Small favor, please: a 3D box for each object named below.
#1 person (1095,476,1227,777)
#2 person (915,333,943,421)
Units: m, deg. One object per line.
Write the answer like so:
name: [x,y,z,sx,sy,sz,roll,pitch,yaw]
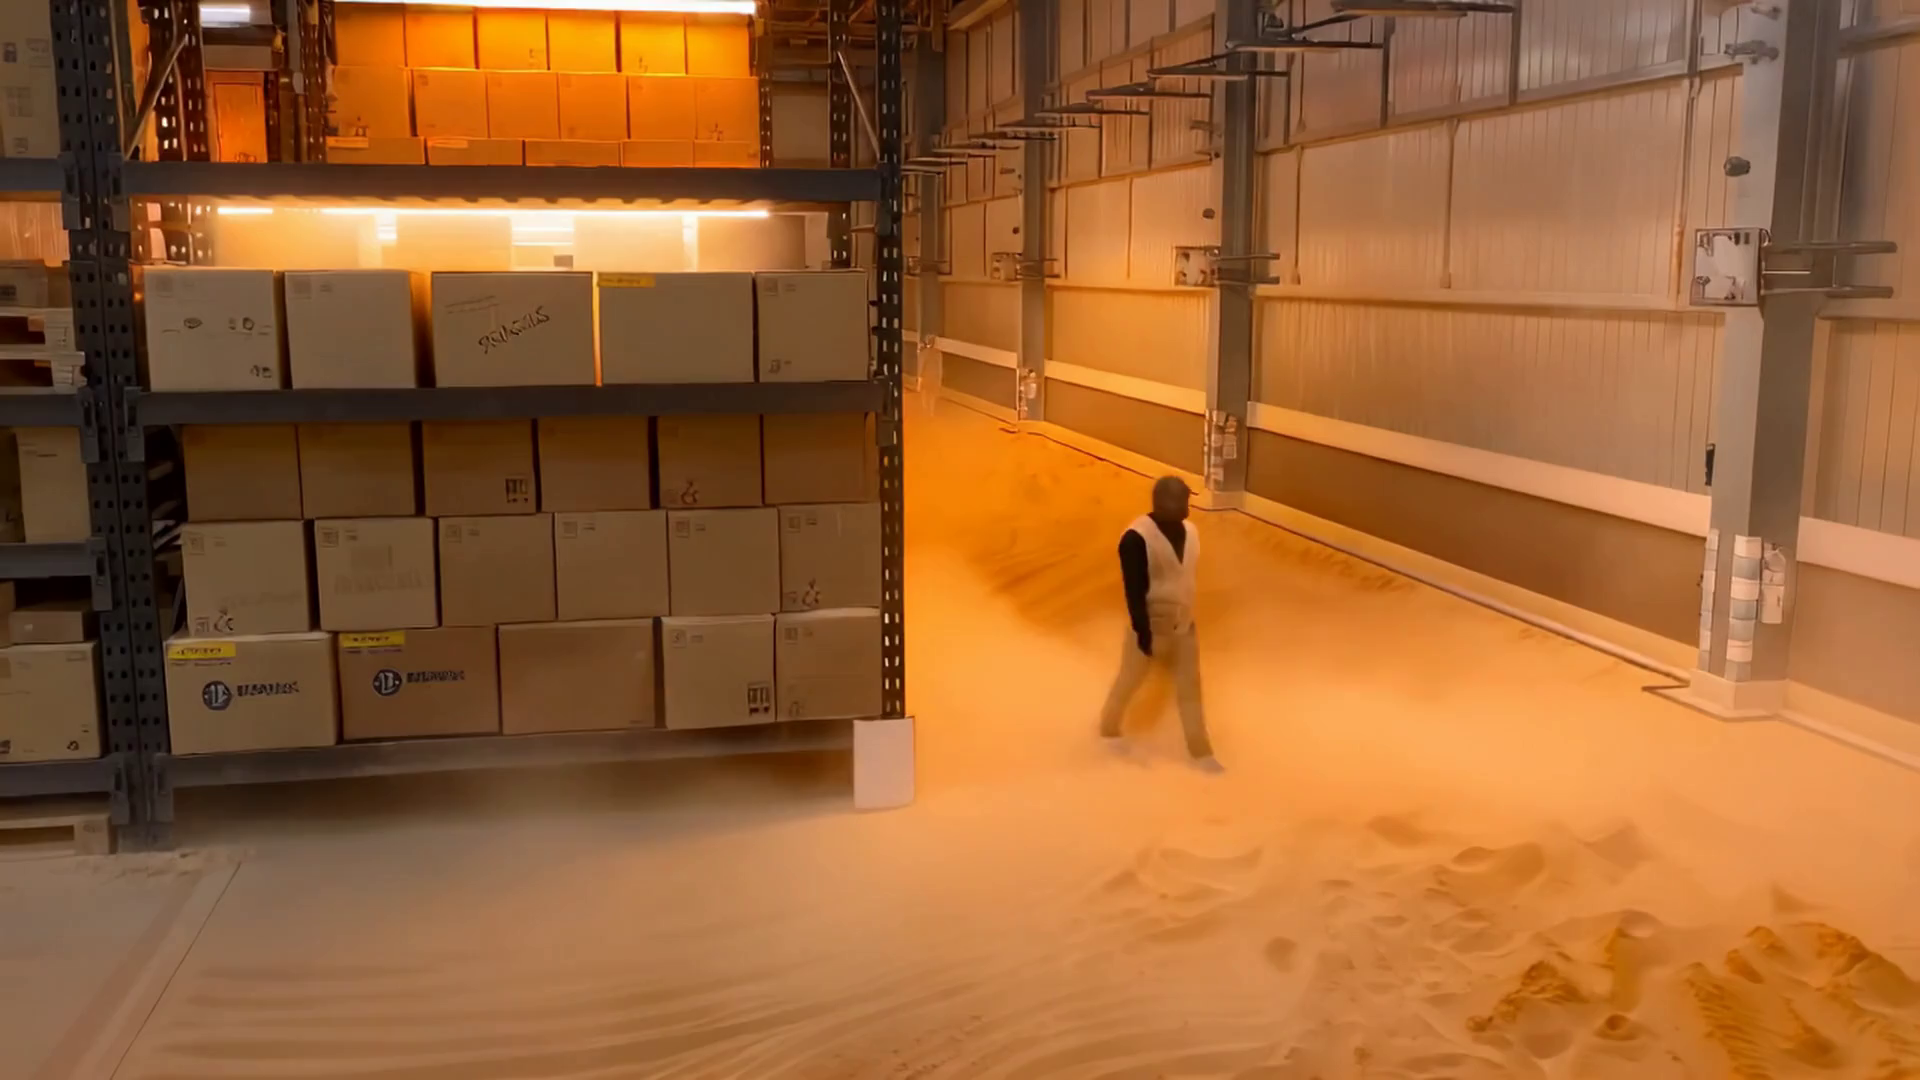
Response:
person: [1.189,0.499,10.078,0.628,1.802,0.947,-6,11,-35]
person: [-0.633,-3.239,33.038,0.591,1.716,0.824,-2,10,-13]
